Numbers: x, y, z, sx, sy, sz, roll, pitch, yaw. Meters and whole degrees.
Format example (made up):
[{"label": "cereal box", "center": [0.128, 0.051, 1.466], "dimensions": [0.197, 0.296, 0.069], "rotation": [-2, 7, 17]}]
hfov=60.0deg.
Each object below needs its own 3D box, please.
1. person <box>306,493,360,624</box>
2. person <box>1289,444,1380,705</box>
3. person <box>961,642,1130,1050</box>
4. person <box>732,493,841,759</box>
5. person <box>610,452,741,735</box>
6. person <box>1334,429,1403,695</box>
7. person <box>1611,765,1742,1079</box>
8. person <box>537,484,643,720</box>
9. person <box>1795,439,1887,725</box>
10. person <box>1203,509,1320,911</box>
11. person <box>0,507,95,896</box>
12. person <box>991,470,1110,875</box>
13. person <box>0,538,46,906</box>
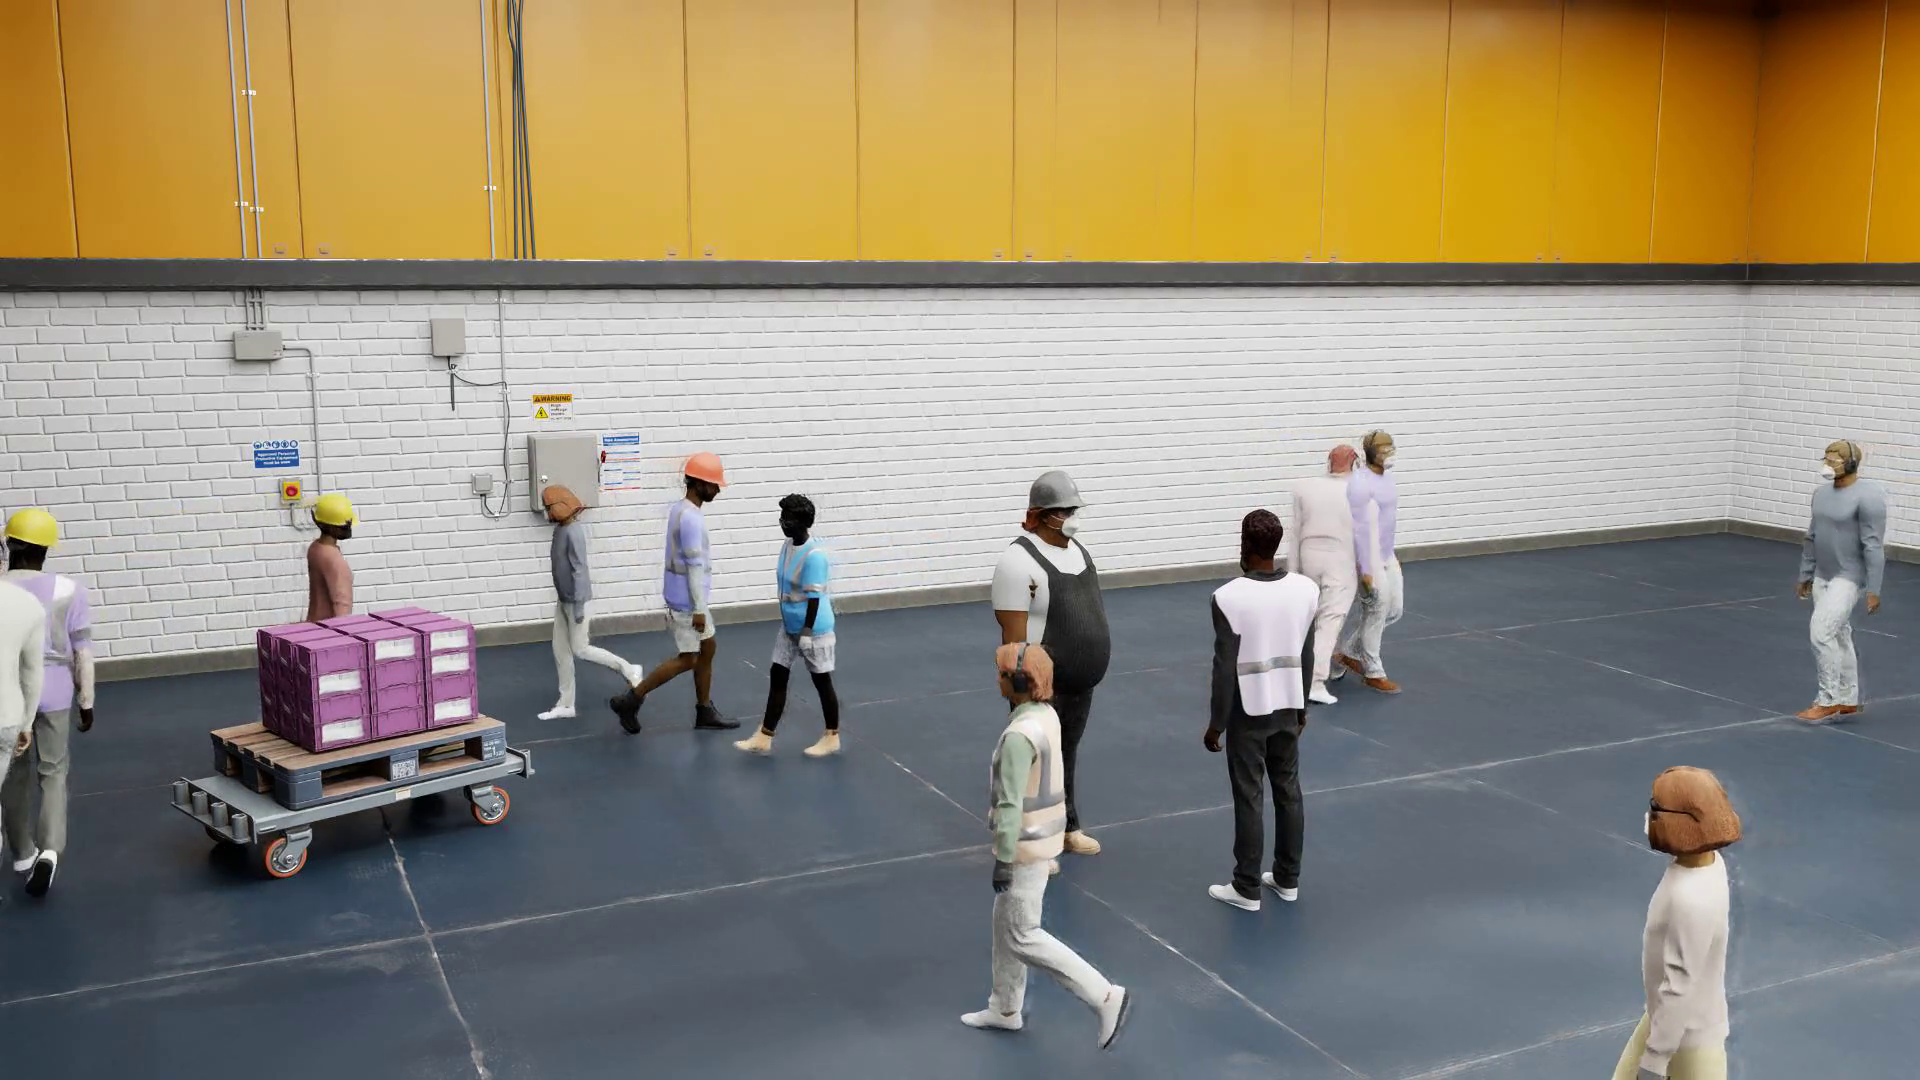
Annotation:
[{"label": "person", "center": [-3.875, 0.566, 10.067], "dimensions": [0.798, 1.722, 0.533], "rotation": [-6, 11, -32]}, {"label": "person", "center": [2.691, 0.225, 11.966], "dimensions": [0.659, 1.798, 1.160], "rotation": [7, 11, 37]}, {"label": "person", "center": [0.324, 1.193, 6.467], "dimensions": [0.631, 1.618, 0.522], "rotation": [2, 9, 12]}, {"label": "person", "center": [-1.068, 0.551, 10.253], "dimensions": [0.724, 1.667, 0.546], "rotation": [-6, 11, -31]}, {"label": "person", "center": [-1.866, 0.369, 10.787], "dimensions": [0.775, 1.888, 0.549], "rotation": [-2, 9, -10]}, {"label": "person", "center": [2.986, 0.153, 11.989], "dimensions": [0.459, 1.921, 0.660], "rotation": [7, 11, 36]}, {"label": "person", "center": [2.173, 1.453, 4.943], "dimensions": [0.839, 1.593, 0.511], "rotation": [4, 10, 22]}, {"label": "person", "center": [-2.554, 0.413, 11.332], "dimensions": [0.658, 1.604, 0.544], "rotation": [-5, 10, -29]}, {"label": "person", "center": [5.835, 0.284, 11.166], "dimensions": [0.699, 1.918, 0.652], "rotation": [-1, 9, -5]}, {"label": "person", "center": [1.437, 0.810, 7.922], "dimensions": [0.588, 1.920, 0.398], "rotation": [-5, 10, -26]}, {"label": "person", "center": [-4.589, 0.786, 8.183], "dimensions": [0.607, 1.894, 0.819], "rotation": [-4, 10, -22]}, {"label": "person", "center": [0.509, 0.658, 8.484], "dimensions": [0.538, 2.000, 0.683], "rotation": [7, 12, 37]}, {"label": "person", "center": [-4.458, 0.875, 7.578], "dimensions": [0.498, 1.903, 0.674], "rotation": [5, 11, 30]}]
